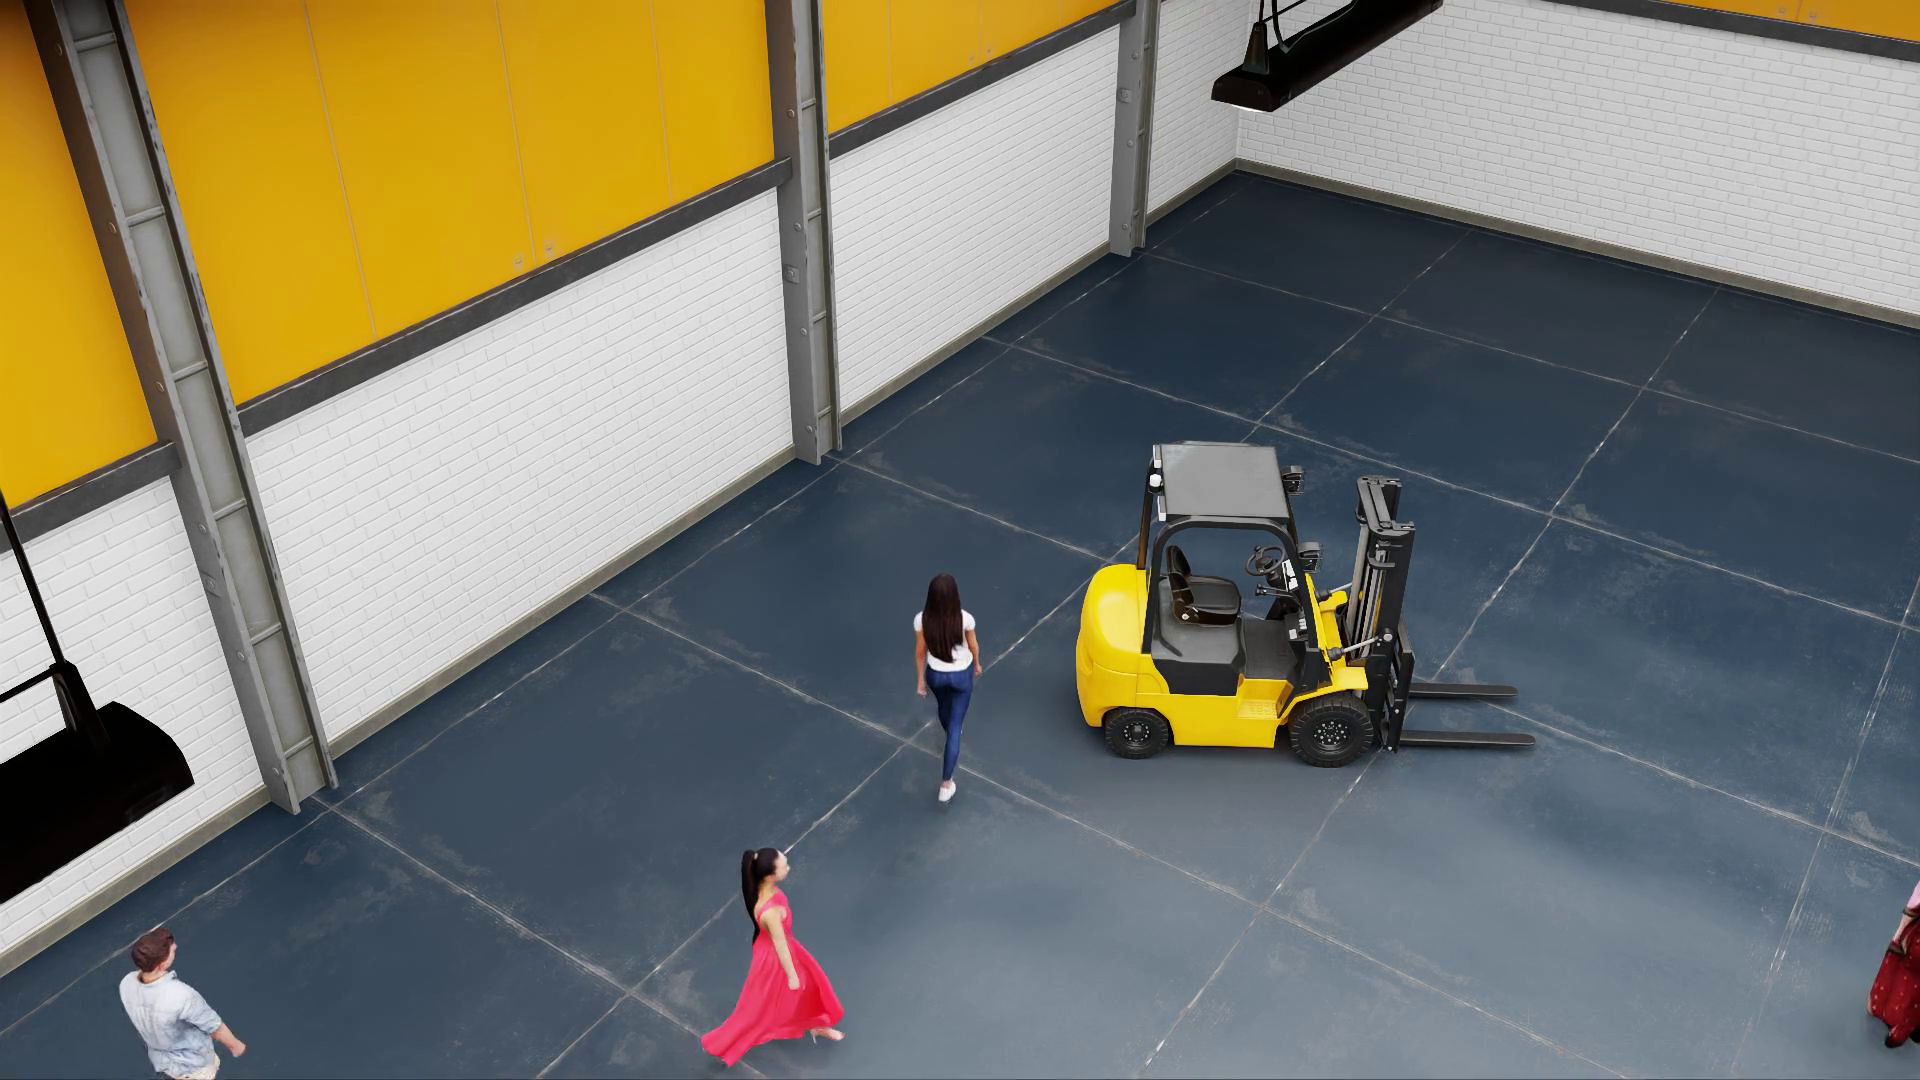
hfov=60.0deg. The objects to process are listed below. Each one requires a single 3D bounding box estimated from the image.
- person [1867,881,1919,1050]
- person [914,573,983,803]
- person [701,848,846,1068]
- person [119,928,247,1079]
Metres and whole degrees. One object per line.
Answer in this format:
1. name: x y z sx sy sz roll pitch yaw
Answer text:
1. person: 5.805 2.452 9.899 0.667 1.625 0.693 27 42 35
2. person: -0.089 1.067 11.885 0.914 1.732 1.222 7 34 10
3. person: -1.181 2.495 9.779 1.153 1.686 1.044 -8 34 -12
4. person: -4.291 2.888 9.060 0.699 1.827 0.737 14 36 20
